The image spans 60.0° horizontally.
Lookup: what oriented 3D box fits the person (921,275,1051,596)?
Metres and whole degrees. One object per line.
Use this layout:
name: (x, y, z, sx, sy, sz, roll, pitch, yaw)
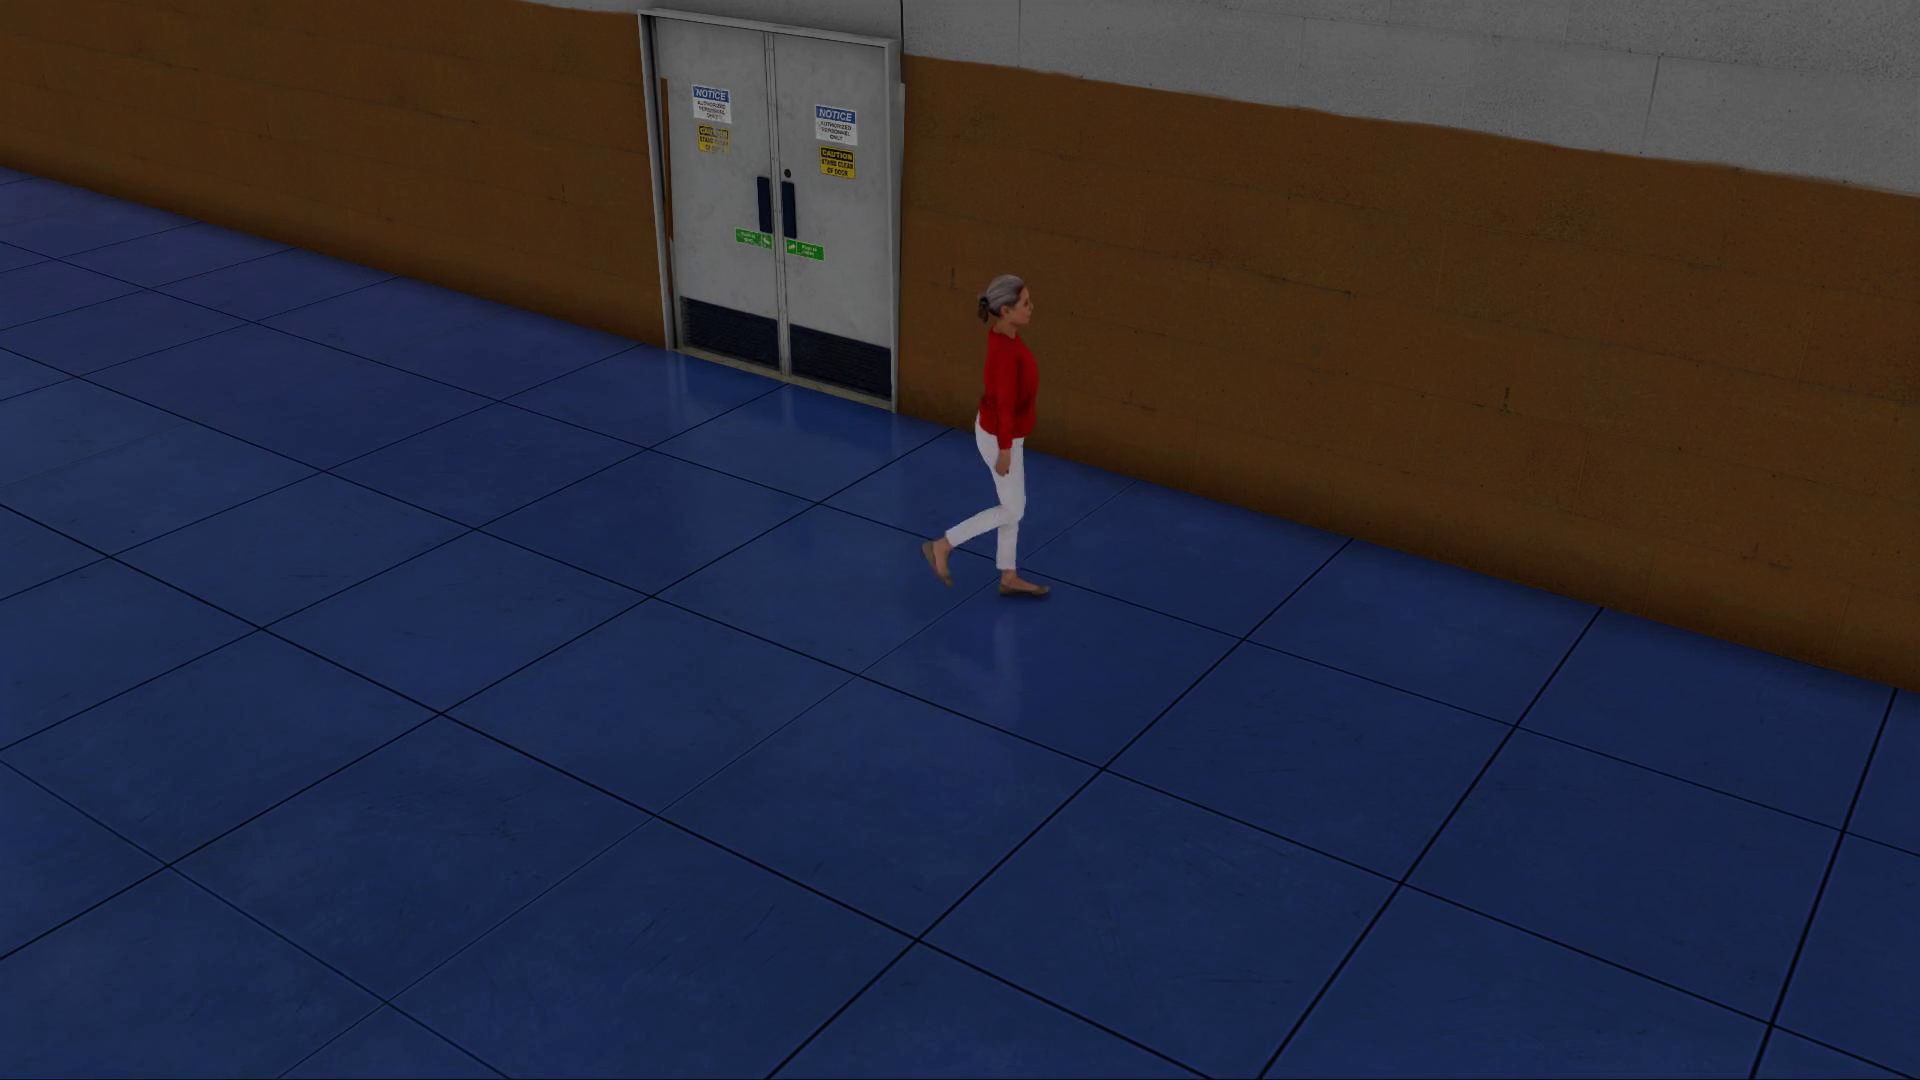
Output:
person: (0.113, -0.466, 8.072, 0.912, 1.677, 0.903, 0, 27, -1)
